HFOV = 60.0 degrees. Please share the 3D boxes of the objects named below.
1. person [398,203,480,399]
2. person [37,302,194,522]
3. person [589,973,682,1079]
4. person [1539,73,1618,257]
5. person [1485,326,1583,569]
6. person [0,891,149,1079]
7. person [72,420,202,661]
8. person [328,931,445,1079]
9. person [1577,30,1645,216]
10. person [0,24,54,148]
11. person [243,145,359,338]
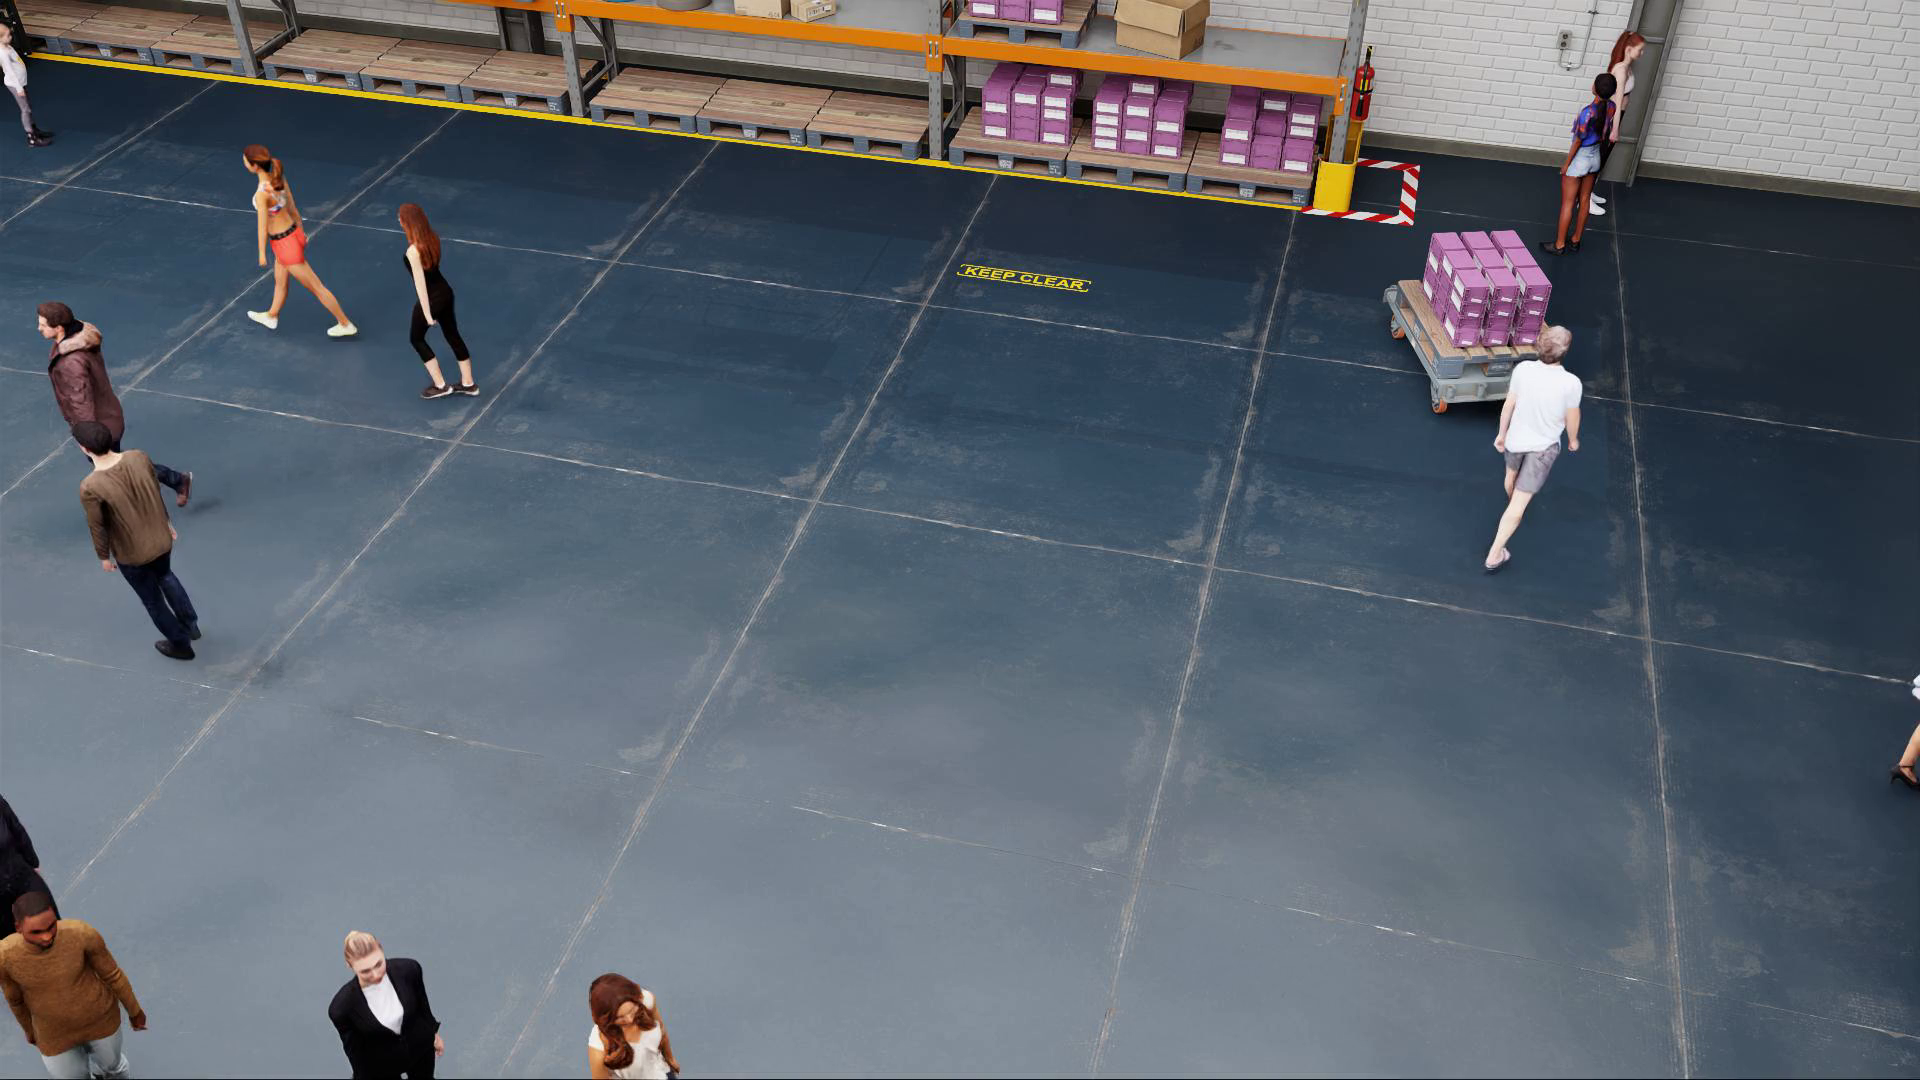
[{"bbox_3d":[-4.080,-1.870,13.172,0.647,1.708,0.570,11,40,13],"label":"person"},{"bbox_3d":[-6.068,-0.902,11.862,1.190,1.831,1.097,-15,41,-18],"label":"person"},{"bbox_3d":[-1.512,2.507,7.640,0.704,1.772,0.718,16,41,19],"label":"person"},{"bbox_3d":[5.649,-3.411,15.074,0.661,1.743,0.721,-20,43,-23],"label":"person"},{"bbox_3d":[3.914,-0.600,11.519,1.183,1.787,1.068,30,47,32],"label":"person"},{"bbox_3d":[-4.229,2.253,7.941,0.826,1.792,0.885,-15,41,-18],"label":"person"},{"bbox_3d":[-5.185,0.039,10.649,0.653,1.874,0.696,17,42,20],"label":"person"},{"bbox_3d":[-2.644,2.411,7.813,0.683,1.706,0.696,-30,47,-32],"label":"person"},{"bbox_3d":[6.157,-3.964,15.761,0.549,1.749,0.602,13,40,16],"label":"person"},{"bbox_3d":[-9.663,-4.664,17.016,0.640,1.277,0.588,-16,41,-19],"label":"person"},{"bbox_3d":[-5.501,-2.425,13.839,1.218,1.743,0.714,4,39,5],"label":"person"}]
